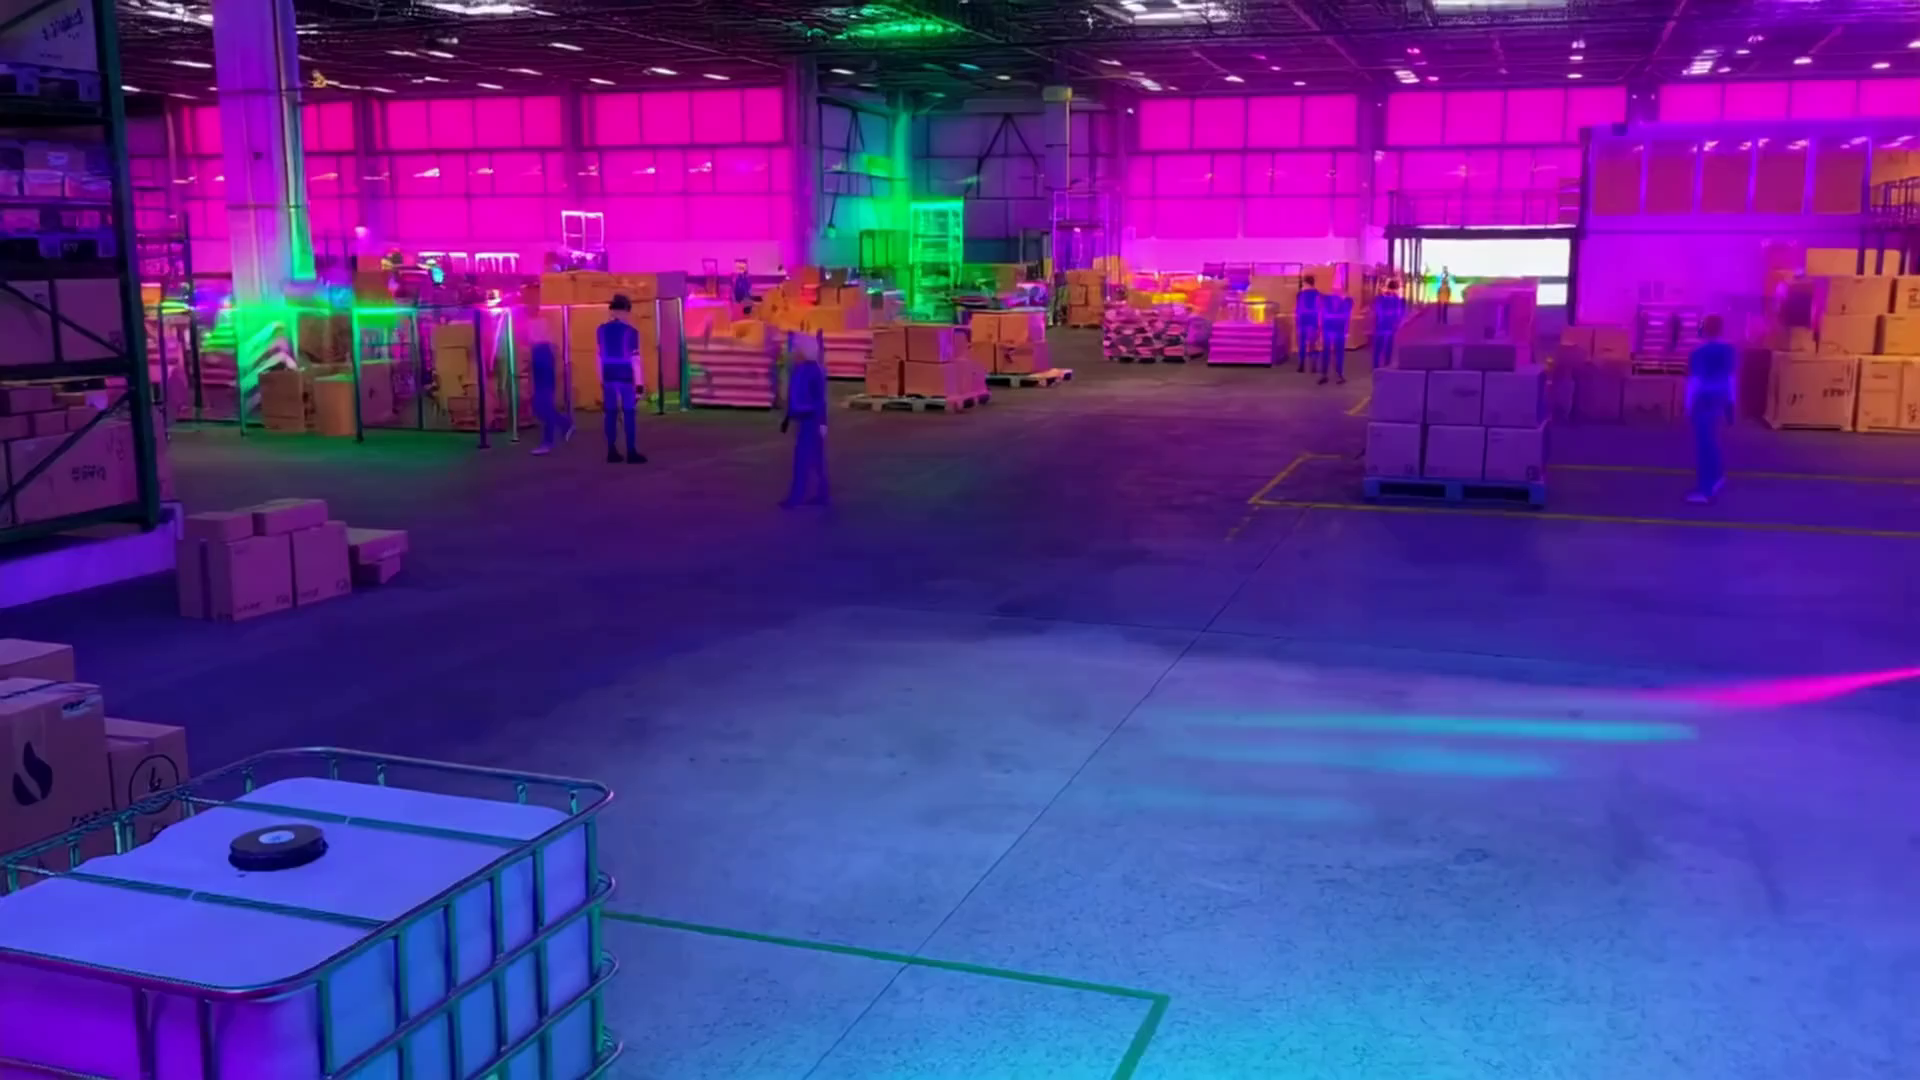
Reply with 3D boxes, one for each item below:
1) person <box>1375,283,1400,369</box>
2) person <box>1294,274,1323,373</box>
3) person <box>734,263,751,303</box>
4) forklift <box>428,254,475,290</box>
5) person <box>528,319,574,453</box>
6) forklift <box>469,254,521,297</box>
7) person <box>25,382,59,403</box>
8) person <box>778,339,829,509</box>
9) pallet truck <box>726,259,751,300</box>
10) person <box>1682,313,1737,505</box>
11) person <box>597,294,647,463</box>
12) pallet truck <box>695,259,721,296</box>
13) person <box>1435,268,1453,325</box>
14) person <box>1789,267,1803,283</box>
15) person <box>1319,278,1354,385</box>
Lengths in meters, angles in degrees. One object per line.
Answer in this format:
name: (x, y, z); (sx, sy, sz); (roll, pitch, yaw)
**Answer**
person: (8.186, -4.014, 31.813); (0.524, 1.770, 0.315); (-4, 11, -22)
person: (6.837, -4.250, 32.658); (0.543, 1.939, 0.360); (0, 10, 1)
person: (-6.225, -6.861, 47.254); (0.614, 1.975, 1.077); (5, 11, 25)
forklift: (-20.133, -10.254, 65.465); (1.157, 1.987, 2.680); (3, 11, 19)
person: (-4.968, -1.866, 20.099); (0.541, 1.616, 0.511); (-5, 11, -28)
forklift: (-17.990, -10.121, 64.684); (1.157, 1.987, 2.680); (3, 11, 17)
person: (-11.819, -2.208, 21.237); (0.704, 1.911, 0.551); (4, 11, 20)
person: (-1.539, -1.100, 15.850); (0.729, 1.614, 0.520); (-6, 12, -30)
pallet truck: (-7.986, -9.493, 62.019); (0.823, 1.965, 1.885); (3, 11, 17)
person: (7.230, -1.259, 16.058); (0.553, 1.854, 0.423); (-2, 10, -14)
person: (-3.887, -1.847, 19.130); (0.547, 1.938, 0.359); (4, 11, 21)
pallet truck: (-9.165, -9.627, 62.776); (0.823, 1.965, 1.885); (4, 11, 23)
person: (15.270, -7.679, 52.444); (0.532, 1.795, 0.824); (4, 11, 24)
person: (20.048, -5.567, 40.008); (0.383, 1.961, 0.648); (0, 10, -2)
person: (6.738, -3.736, 29.818); (0.593, 1.920, 0.391); (4, 11, 23)
